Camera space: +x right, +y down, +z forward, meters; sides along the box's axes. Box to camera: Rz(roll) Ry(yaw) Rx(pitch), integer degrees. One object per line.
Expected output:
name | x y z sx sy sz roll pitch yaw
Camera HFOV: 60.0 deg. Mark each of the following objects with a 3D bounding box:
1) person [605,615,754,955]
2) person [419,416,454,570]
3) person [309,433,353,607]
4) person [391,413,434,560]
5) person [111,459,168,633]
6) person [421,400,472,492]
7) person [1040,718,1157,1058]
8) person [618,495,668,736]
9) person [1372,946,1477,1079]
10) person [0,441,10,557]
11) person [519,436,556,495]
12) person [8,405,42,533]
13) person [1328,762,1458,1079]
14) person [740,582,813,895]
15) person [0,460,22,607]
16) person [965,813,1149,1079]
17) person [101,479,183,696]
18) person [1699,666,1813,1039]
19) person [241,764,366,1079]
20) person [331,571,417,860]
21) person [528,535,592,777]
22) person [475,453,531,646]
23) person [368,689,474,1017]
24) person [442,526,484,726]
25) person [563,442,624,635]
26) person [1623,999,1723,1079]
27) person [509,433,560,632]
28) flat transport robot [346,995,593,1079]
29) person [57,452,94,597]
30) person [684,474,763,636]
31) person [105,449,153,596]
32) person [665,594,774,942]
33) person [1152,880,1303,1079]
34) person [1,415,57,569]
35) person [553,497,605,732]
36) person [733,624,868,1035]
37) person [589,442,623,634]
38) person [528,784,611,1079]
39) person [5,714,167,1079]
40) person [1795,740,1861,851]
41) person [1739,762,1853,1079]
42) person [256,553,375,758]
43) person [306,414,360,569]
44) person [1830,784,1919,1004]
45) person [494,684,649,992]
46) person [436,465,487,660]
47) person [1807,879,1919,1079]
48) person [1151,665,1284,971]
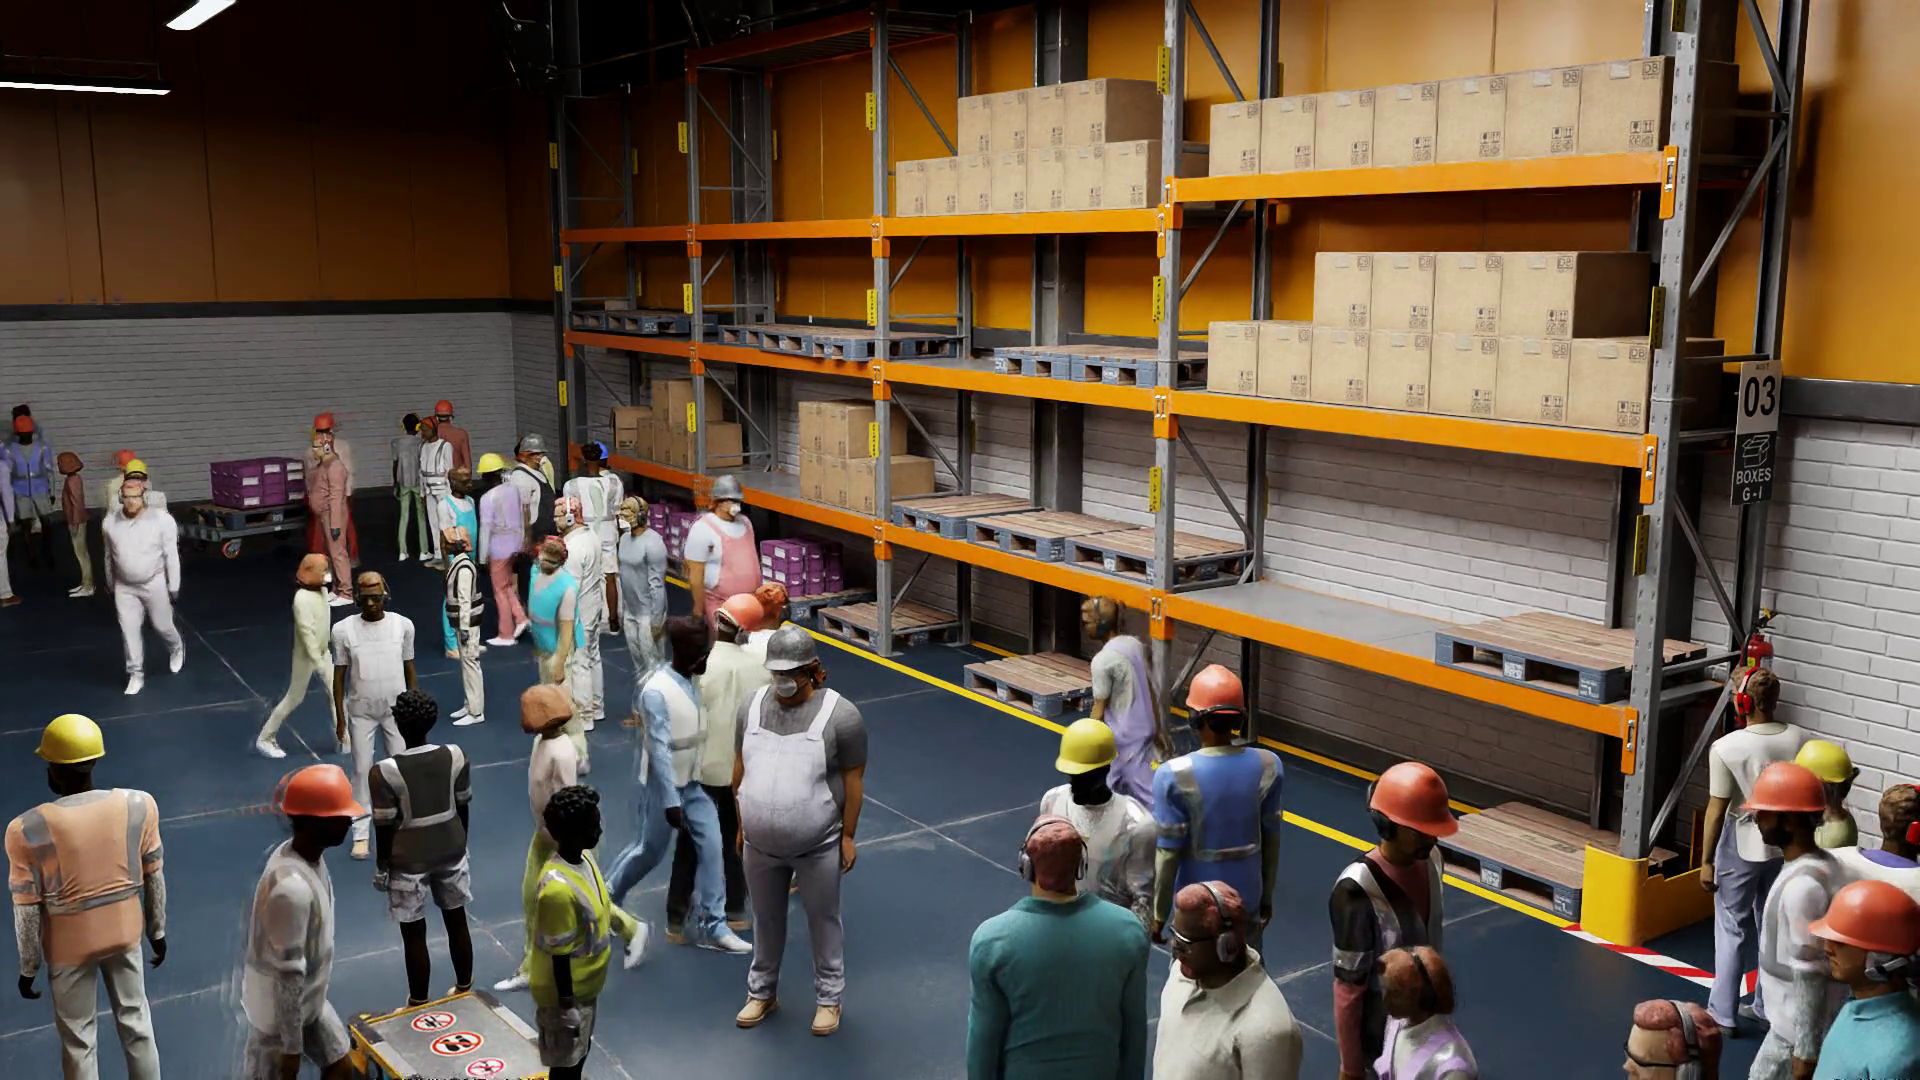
person | -1.603 1.322 9.159 0.950 1.880 0.605 5 11 26
person | -6.400 -0.580 20.316 0.582 1.879 0.374 7 12 34
person | -6.890 -0.225 18.172 0.399 1.899 0.635 -5 11 -28
person | -6.871 -0.666 20.899 0.526 1.856 0.350 0 10 -1
person | -8.296 0.061 16.868 0.530 1.767 0.328 -7 12 -36
person | -6.512 -0.784 21.146 0.613 1.997 0.374 -2 10 -10
person | 0.548 1.671 6.969 0.586 1.920 0.397 9 13 41
person | -2.522 0.596 13.265 0.377 1.931 0.624 -7 12 -37
person | 1.520 2.086 5.434 0.400 1.617 0.557 -2 10 -9
person | -12.206 -0.619 20.757 0.678 1.809 0.744 -4 10 -22
person | -4.713 -0.246 18.491 0.430 1.837 0.629 1 10 5
person | -12.805 -0.966 22.822 0.448 1.795 0.699 -9 13 -41
person | 1.583 1.775 6.039 0.613 2.031 0.402 -9 13 -44
person | -1.117 1.184 9.958 0.570 1.877 0.342 4 10 20
person | -10.581 -0.227 18.052 0.635 1.937 0.353 -1 10 -4
person | 0.323 1.881 5.776 0.652 1.904 0.402 -2 10 -14
person | -7.210 0.373 14.717 0.647 1.883 0.804 -1 10 -8
person | 3.850 1.525 8.073 0.561 1.836 0.395 -3 10 -16
person | -2.671 1.793 6.416 0.847 1.887 0.564 -2 10 -11
person | -3.694 1.097 10.550 0.513 1.844 0.328 -5 11 -25
person | -2.963 0.832 12.259 0.386 1.806 0.672 -7 12 -35
person | -4.487 0.099 16.213 0.415 1.909 0.624 3 10 17
person | -2.645 1.570 8.209 0.536 1.697 0.322 -10 14 -44
person | -4.042 0.691 13.565 0.314 1.632 0.516 -4 10 -21
person | -3.666 -0.006 16.711 0.603 1.957 0.384 -3 10 -15
person | 1.885 2.125 4.398 0.400 1.898 0.650 -1 10 -5
person | -4.312 -0.091 16.950 0.535 2.000 0.681 0 10 -2
flat transport robot | -2.234 2.396 7.535 0.652 0.197 1.431 -8 12 -38
person | -9.924 -0.177 18.652 0.266 1.631 0.509 -5 11 -26
person | -1.890 0.443 13.816 0.539 2.000 0.688 6 11 29
person | -9.023 -0.142 18.161 0.470 1.731 0.543 1 10 4
person | -1.338 1.267 9.307 0.663 1.937 0.413 -5 11 -27
person | 0.787 1.981 5.227 0.399 1.897 0.652 -3 10 -20
person | -11.288 -0.573 20.190 0.557 1.904 0.642 -6 11 -30
person | -3.089 0.593 13.370 0.400 1.900 0.648 1 10 4
person | -0.820 1.412 8.132 0.677 2.000 0.536 3 10 14
person | -3.606 -0.023 16.834 0.400 1.943 0.612 2 10 13
person | -1.580 1.817 6.790 0.321 1.689 0.529 0 10 1
person | -3.630 1.667 6.957 0.354 1.930 0.594 9 13 44
person | 3.667 1.720 7.143 0.339 1.762 0.525 6 11 32
person | 3.172 1.791 6.292 0.547 1.904 0.570 7 12 36
person | -4.958 0.876 12.611 0.854 1.596 0.503 1 10 5
person | -7.543 -0.544 19.933 0.613 1.939 1.063 1 10 3
person | 3.487 1.823 6.313 0.393 1.837 0.564 -5 11 -28
person | -2.062 1.535 8.705 0.755 1.592 0.532 -6 11 -32
person | -4.747 0.204 15.799 0.328 1.842 0.516 3 10 17
person | 2.669 1.977 4.965 0.393 1.993 0.620 4 10 20
person | 1.106 1.553 7.293 0.607 2.045 0.390 -3 10 -16
